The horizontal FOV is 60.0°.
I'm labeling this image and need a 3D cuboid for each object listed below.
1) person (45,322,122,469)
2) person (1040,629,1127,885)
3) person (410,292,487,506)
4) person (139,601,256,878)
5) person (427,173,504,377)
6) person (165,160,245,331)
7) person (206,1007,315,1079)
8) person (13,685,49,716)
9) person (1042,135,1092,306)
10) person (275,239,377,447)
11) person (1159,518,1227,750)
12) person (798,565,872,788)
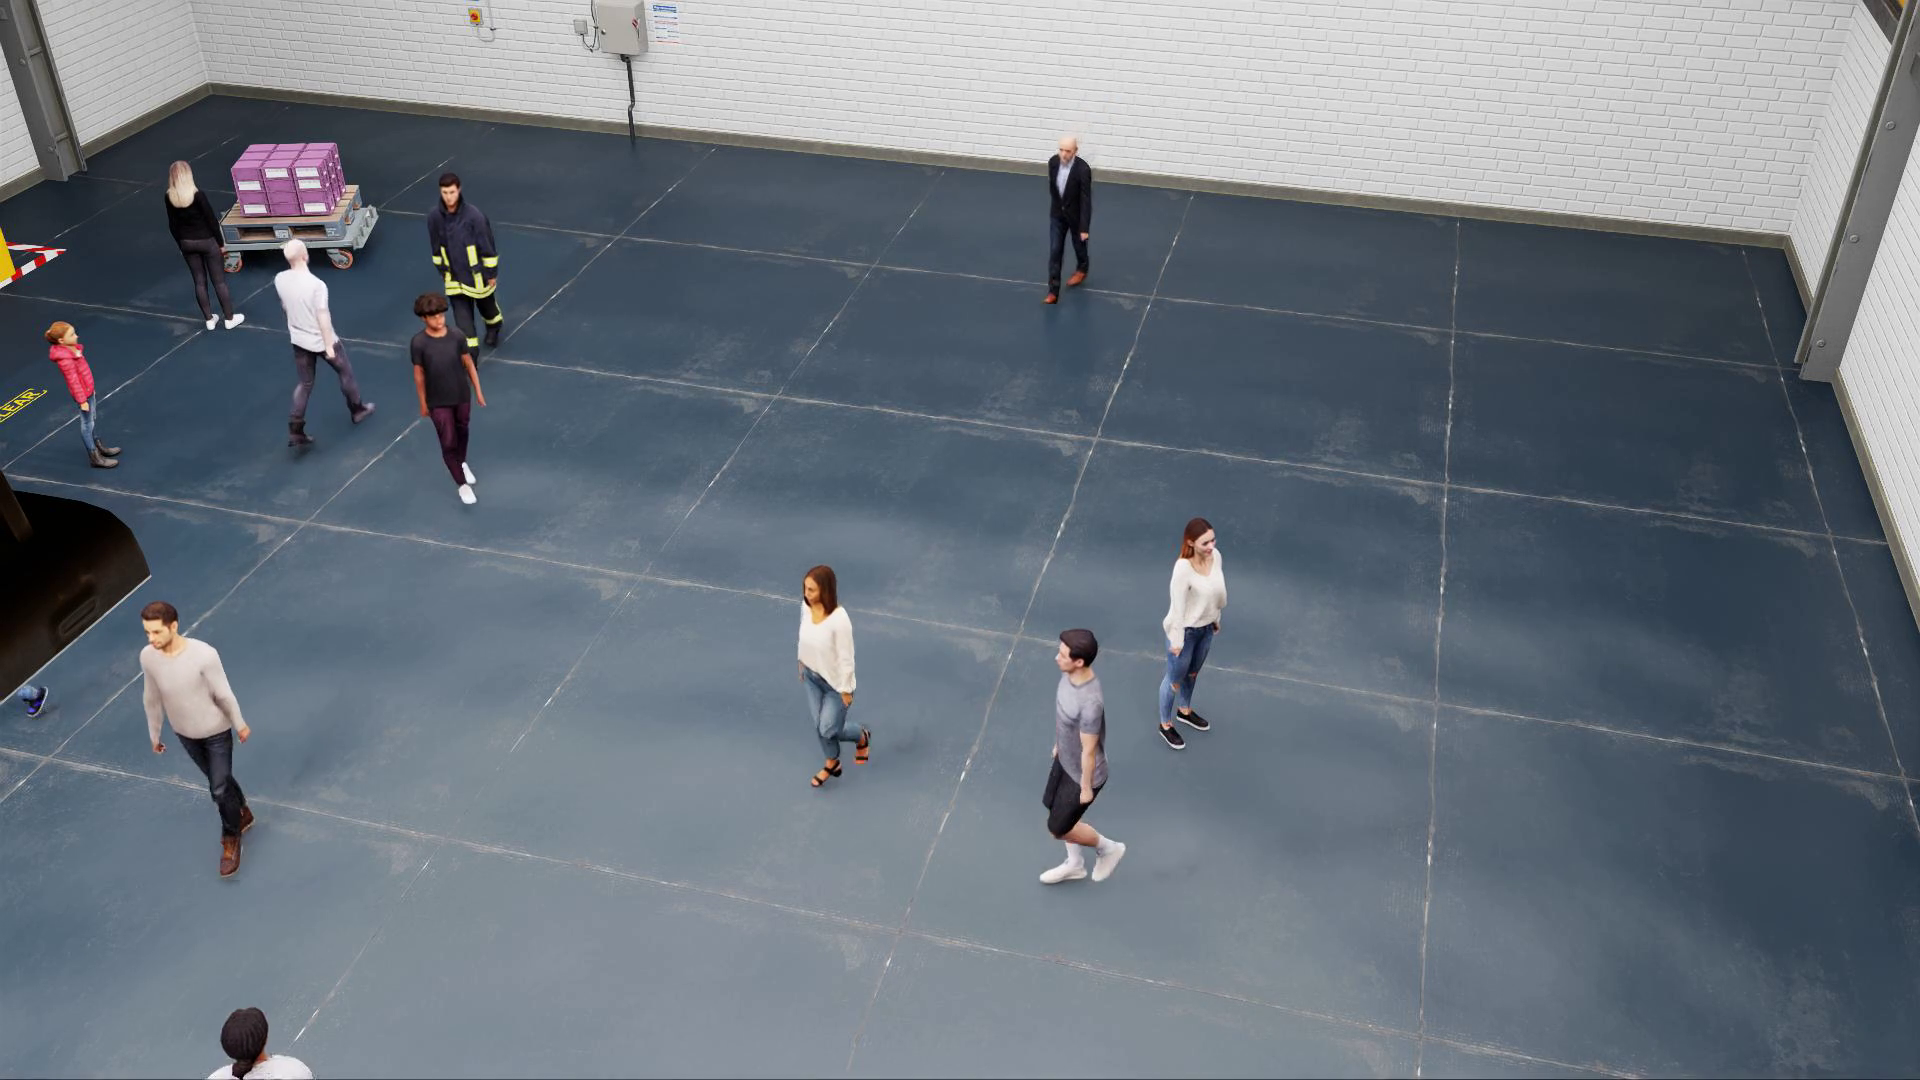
[{"bbox_3d":[-7.392,-1.234,13.980,0.654,1.318,0.570,-9,35,-14],"label":"person"},{"bbox_3d":[0.785,1.298,9.688,0.907,1.854,0.856,-8,34,-11],"label":"person"},{"bbox_3d":[-4.212,-1.227,13.570,0.985,1.760,1.001,-24,41,-32],"label":"person"},{"bbox_3d":[-4.521,1.076,10.026,0.747,1.848,0.856,4,34,5],"label":"person"},{"bbox_3d":[-4.551,-2.542,15.441,1.010,1.879,1.339,1,34,1],"label":"person"},{"bbox_3d":[-7.345,-2.839,16.063,0.660,1.685,0.612,1,34,1],"label":"person"},{"bbox_3d":[-3.072,2.816,7.526,0.828,1.718,1.002,-3,34,-5],"label":"person"},{"bbox_3d":[-6.522,0.742,11.081,0.915,1.236,0.780,-27,42,-34],"label":"person"},{"bbox_3d":[1.119,-3.259,16.656,0.875,1.728,1.301,19,38,26],"label":"person"},{"bbox_3d":[-5.565,-1.634,14.146,0.736,1.801,1.221,11,35,17],"label":"person"},{"bbox_3d":[1.509,0.588,10.902,0.664,1.692,0.764,-27,42,-34],"label":"person"},{"bbox_3d":[-0.765,0.848,10.532,0.849,1.669,0.793,-26,42,-33],"label":"person"}]
